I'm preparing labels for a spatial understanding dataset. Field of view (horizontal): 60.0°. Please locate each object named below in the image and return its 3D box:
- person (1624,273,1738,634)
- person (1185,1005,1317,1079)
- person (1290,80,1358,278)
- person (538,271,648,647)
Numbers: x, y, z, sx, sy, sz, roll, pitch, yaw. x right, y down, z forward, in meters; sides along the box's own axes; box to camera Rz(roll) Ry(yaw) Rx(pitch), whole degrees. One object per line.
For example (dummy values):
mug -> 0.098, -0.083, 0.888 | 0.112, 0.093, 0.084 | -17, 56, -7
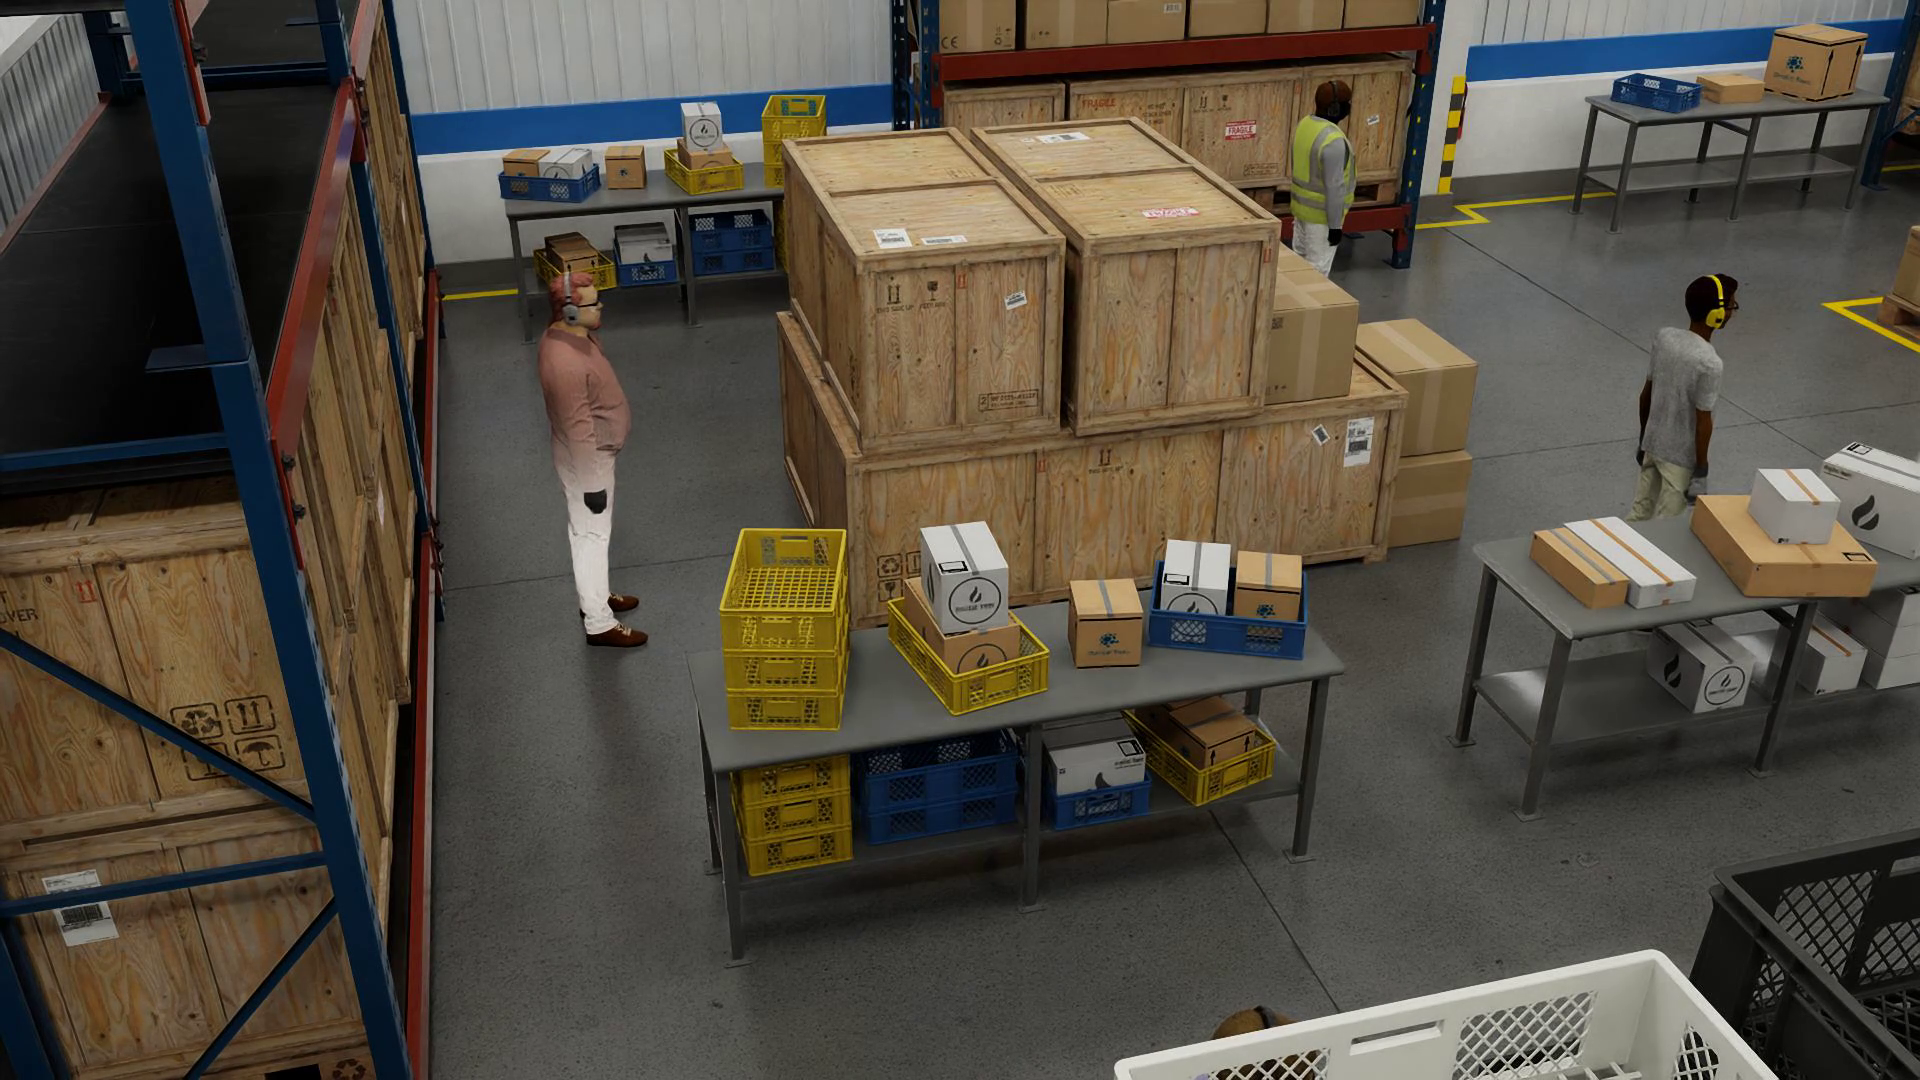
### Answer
person -> 3.521, -0.415, 8.200 | 0.327, 1.869, 0.520 | -7, 30, -13
person -> 0.611, 1.873, 3.980 | 0.370, 1.934, 0.627 | -7, 30, -13
person -> 2.515, -2.273, 11.596 | 0.429, 1.845, 0.620 | -7, 30, -13
person -> -1.791, -0.393, 8.118 | 0.406, 1.909, 0.638 | -7, 30, -13
